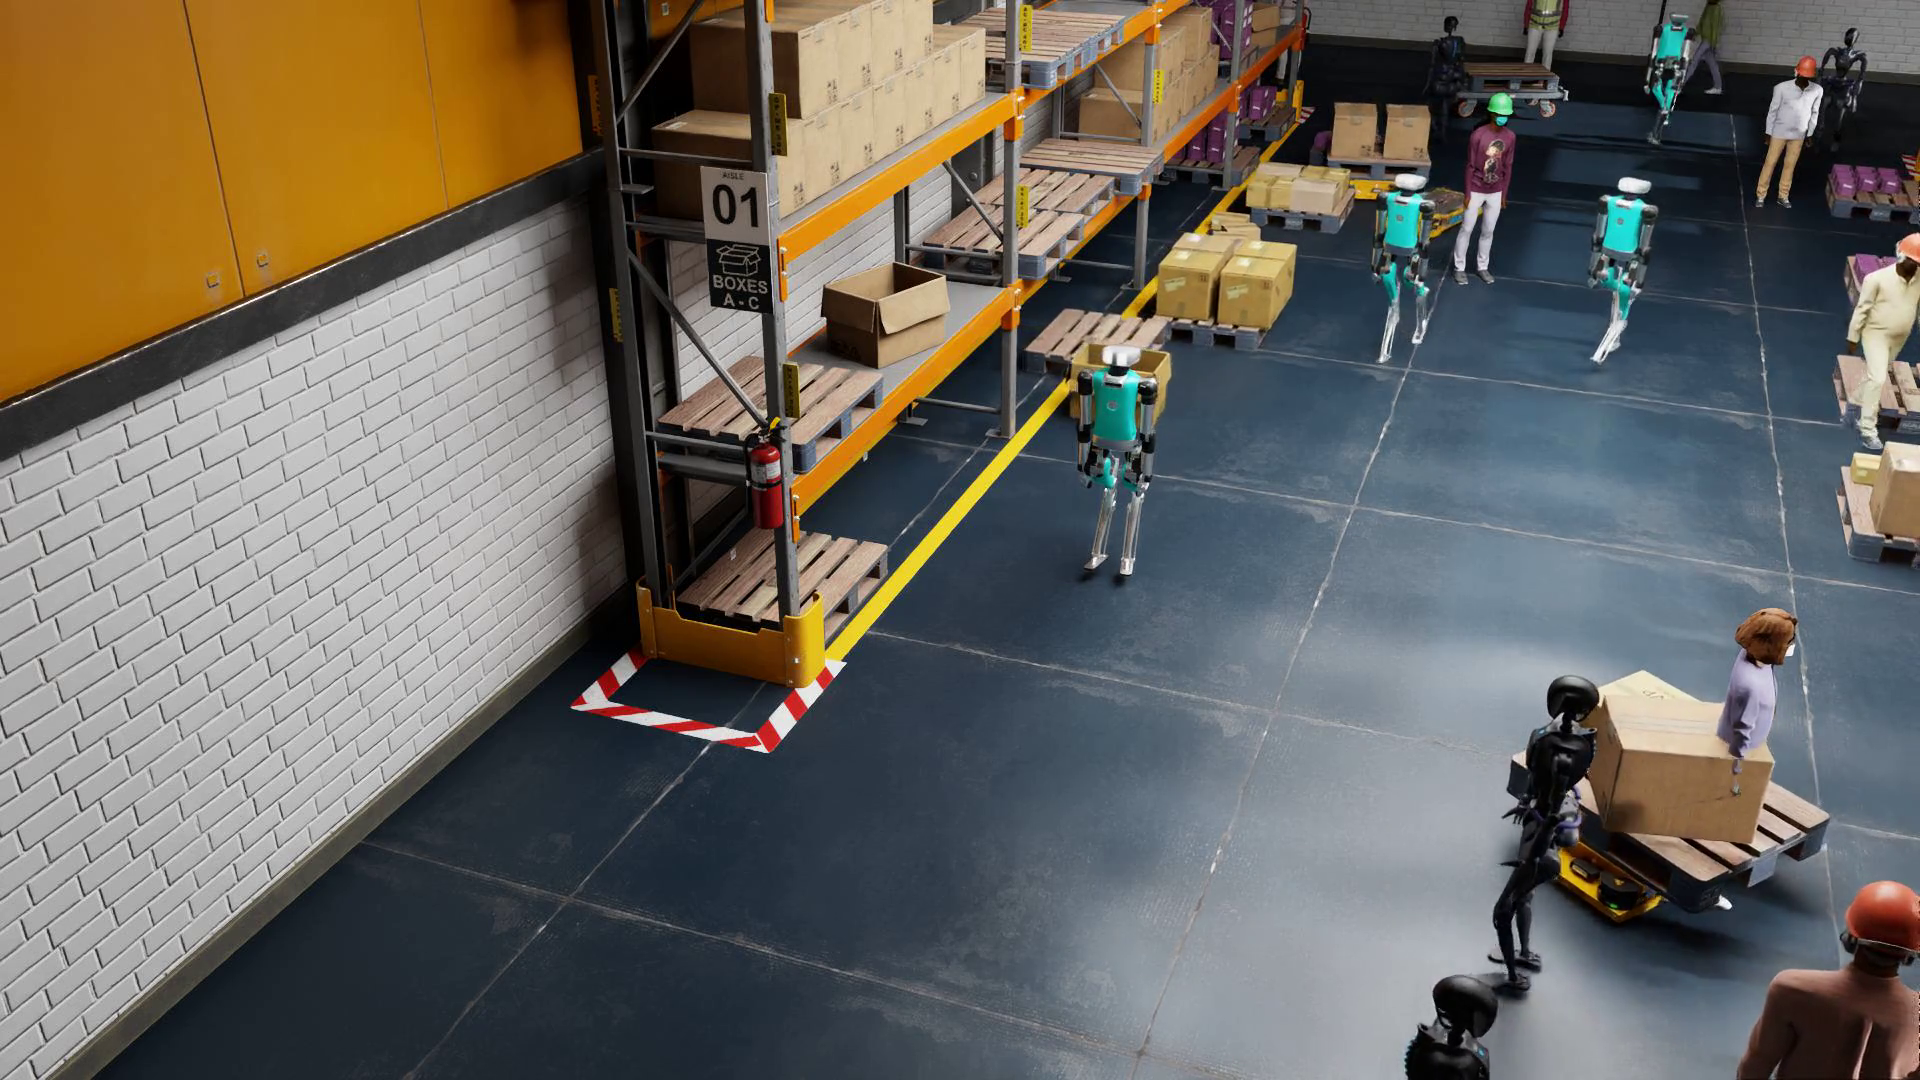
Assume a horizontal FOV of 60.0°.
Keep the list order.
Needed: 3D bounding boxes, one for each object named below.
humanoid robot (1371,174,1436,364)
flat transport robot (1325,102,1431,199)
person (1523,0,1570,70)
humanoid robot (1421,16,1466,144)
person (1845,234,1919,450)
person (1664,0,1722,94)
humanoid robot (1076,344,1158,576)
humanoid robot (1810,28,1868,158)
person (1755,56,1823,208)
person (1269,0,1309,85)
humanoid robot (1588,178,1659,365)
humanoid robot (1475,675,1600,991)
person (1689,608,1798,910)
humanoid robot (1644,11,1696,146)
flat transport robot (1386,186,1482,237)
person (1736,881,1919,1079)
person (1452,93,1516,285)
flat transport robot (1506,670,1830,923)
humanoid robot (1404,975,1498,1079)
[{"bbox_3d":[4.095,-2.514,15.045,0.547,1.758,0.987,19,33,32],"label":"humanoid robot"},{"bbox_3d":[5.067,-4.423,20.329,0.659,0.231,1.431,5,28,9],"label":"flat transport robot"},{"bbox_3d":[8.790,-7.723,25.016,0.622,1.844,0.431,12,29,21],"label":"person"},{"bbox_3d":[6.420,-6.092,22.025,0.589,1.647,0.340,-11,29,-21],"label":"humanoid robot"},{"bbox_3d":[7.444,-1.580,13.230,0.561,1.711,0.788,-5,28,-10],"label":"person"},{"bbox_3d":[11.056,-7.417,24.695,0.871,1.583,0.512,6,28,11],"label":"person"},{"bbox_3d":[1.092,-0.590,11.147,0.533,1.677,0.735,10,29,18],"label":"humanoid robot"},{"bbox_3d":[11.286,-5.768,21.402,0.588,1.639,0.490,19,33,32],"label":"humanoid robot"},{"bbox_3d":[9.646,-4.737,19.327,0.560,1.742,0.334,3,27,6],"label":"person"},{"bbox_3d":[5.007,-7.941,25.333,0.627,1.940,0.378,-10,29,-19],"label":"person"},{"bbox_3d":[5.900,-2.393,14.762,0.993,1.719,0.531,-24,36,-38],"label":"humanoid robot"},{"bbox_3d":[2.662,1.335,7.626,0.336,1.657,0.602,8,28,15],"label":"humanoid robot"},{"bbox_3d":[3.845,1.053,8.215,0.279,1.632,0.506,13,30,24],"label":"person"},{"bbox_3d":[9.244,-5.953,21.683,0.571,1.732,0.986,0,27,1],"label":"humanoid robot"},{"bbox_3d":[5.445,-3.758,19.041,0.659,0.231,1.431,21,34,35],"label":"flat transport robot"},{"bbox_3d":[3.078,2.050,5.909,0.625,1.986,0.407,12,30,22],"label":"person"},{"bbox_3d":[5.316,-3.545,16.810,0.481,1.943,0.434,-2,27,-4],"label":"person"},{"bbox_3d":[3.700,1.542,8.760,1.431,0.231,0.659,-15,31,-27],"label":"flat transport robot"},{"bbox_3d":[1.645,2.183,5.986,0.412,1.645,0.602,7,28,13],"label":"humanoid robot"}]
